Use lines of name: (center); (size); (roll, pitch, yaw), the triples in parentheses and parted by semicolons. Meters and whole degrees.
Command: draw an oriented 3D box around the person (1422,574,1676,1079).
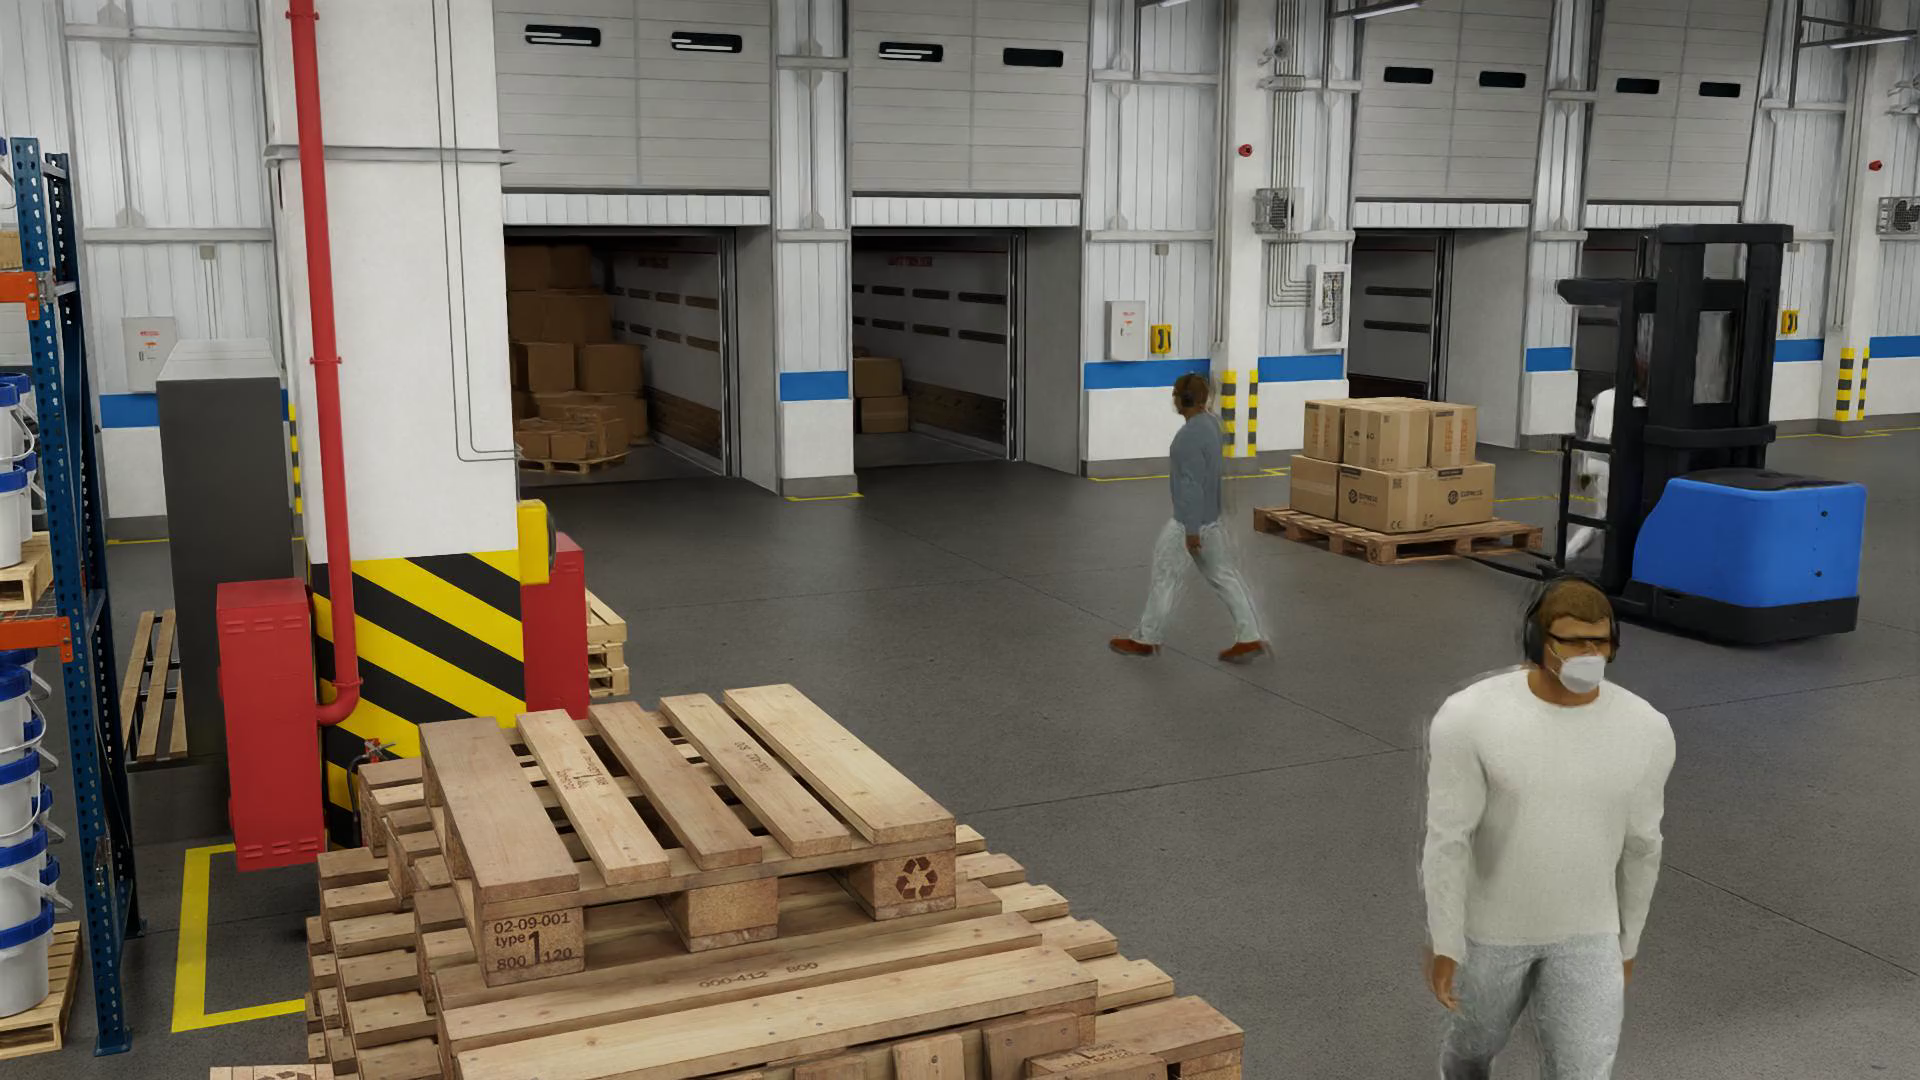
person: (1.520, 0.999, 4.405); (0.624, 1.904, 0.997); (1, 10, 7)

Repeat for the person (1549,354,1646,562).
person: (5.036, -0.546, 13.053); (0.881, 1.855, 0.609); (-2, 10, -10)

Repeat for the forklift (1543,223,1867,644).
forklift: (5.296, -0.822, 11.716); (1.129, 2.768, 1.873); (-4, 11, -23)

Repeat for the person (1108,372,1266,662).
person: (1.515, -0.142, 10.710); (1.031, 1.892, 0.648); (5, 11, 24)
